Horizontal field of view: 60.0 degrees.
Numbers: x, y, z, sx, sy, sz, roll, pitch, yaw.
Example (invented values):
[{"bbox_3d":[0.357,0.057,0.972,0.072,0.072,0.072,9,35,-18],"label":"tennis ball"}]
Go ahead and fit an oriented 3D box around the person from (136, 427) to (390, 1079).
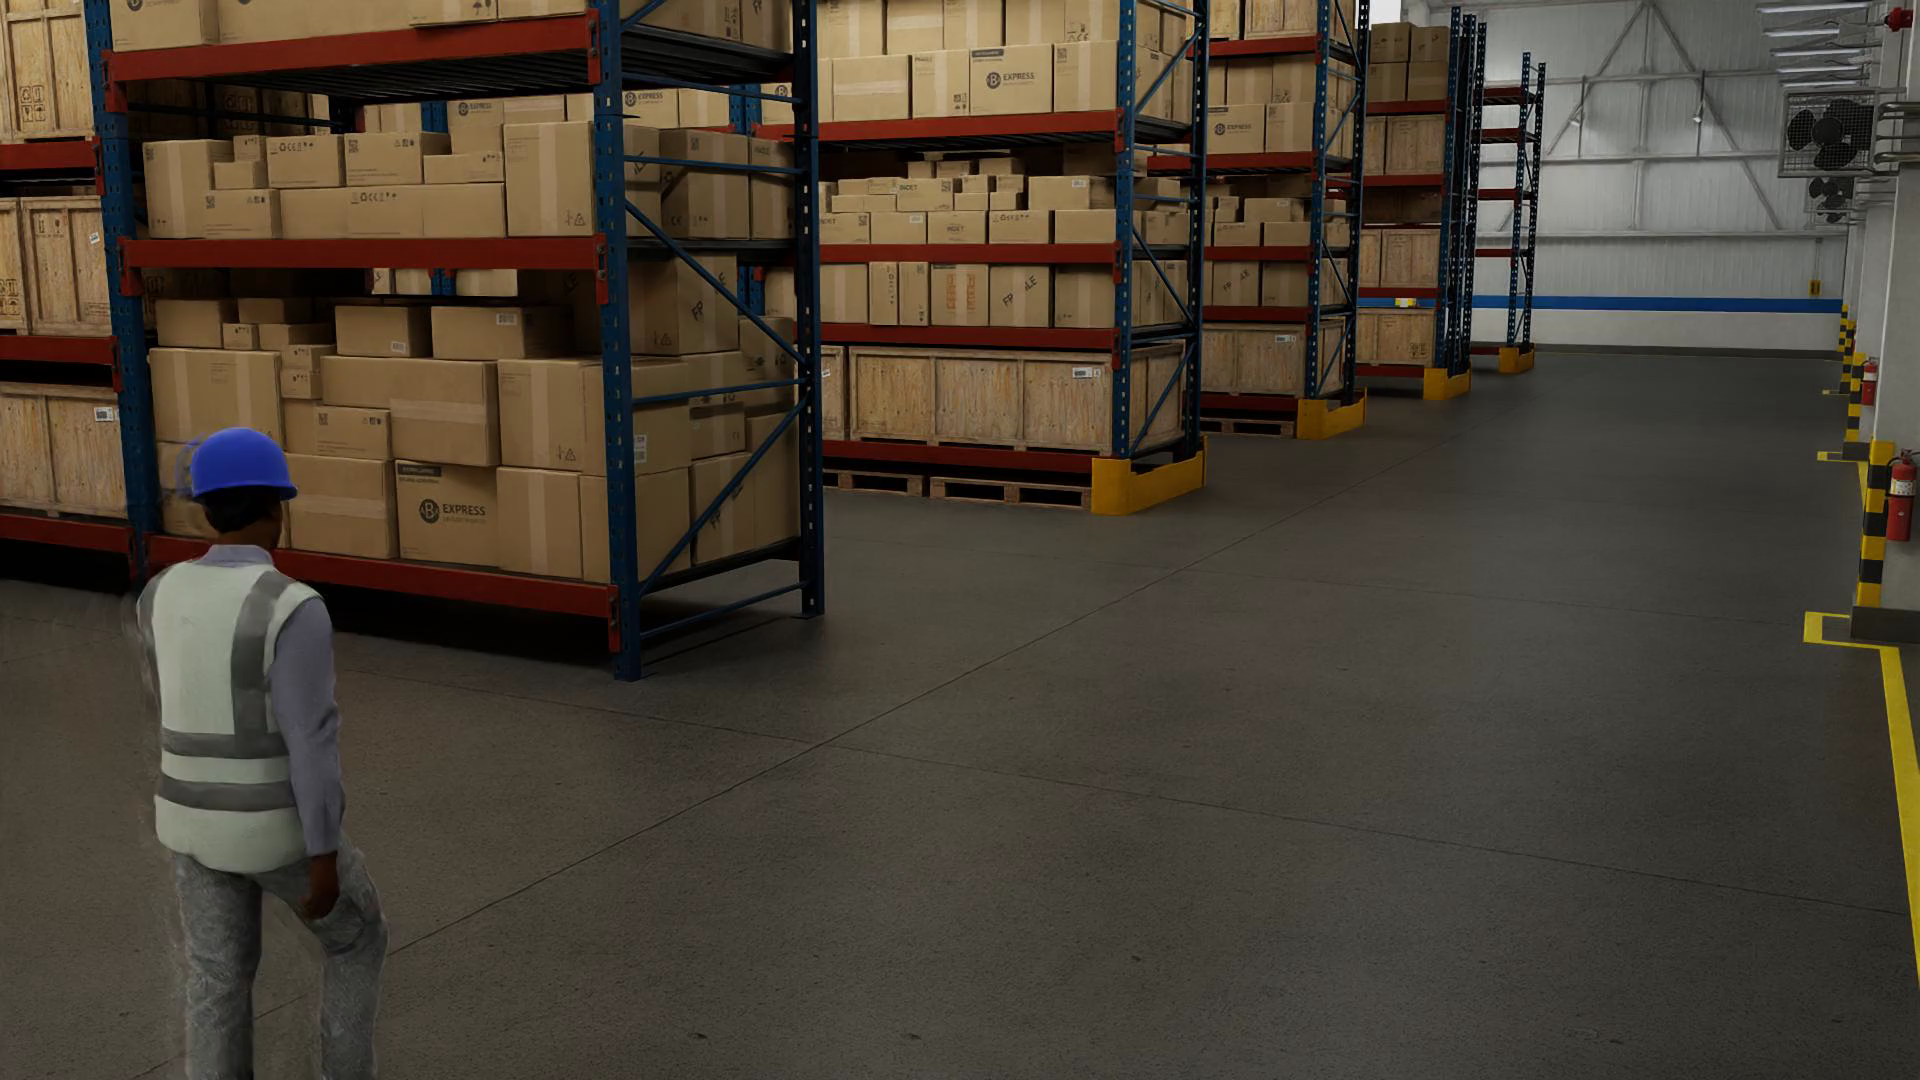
[{"bbox_3d":[-1.695,0.680,4.117,0.622,1.905,0.676,4,11,23],"label":"person"}]
